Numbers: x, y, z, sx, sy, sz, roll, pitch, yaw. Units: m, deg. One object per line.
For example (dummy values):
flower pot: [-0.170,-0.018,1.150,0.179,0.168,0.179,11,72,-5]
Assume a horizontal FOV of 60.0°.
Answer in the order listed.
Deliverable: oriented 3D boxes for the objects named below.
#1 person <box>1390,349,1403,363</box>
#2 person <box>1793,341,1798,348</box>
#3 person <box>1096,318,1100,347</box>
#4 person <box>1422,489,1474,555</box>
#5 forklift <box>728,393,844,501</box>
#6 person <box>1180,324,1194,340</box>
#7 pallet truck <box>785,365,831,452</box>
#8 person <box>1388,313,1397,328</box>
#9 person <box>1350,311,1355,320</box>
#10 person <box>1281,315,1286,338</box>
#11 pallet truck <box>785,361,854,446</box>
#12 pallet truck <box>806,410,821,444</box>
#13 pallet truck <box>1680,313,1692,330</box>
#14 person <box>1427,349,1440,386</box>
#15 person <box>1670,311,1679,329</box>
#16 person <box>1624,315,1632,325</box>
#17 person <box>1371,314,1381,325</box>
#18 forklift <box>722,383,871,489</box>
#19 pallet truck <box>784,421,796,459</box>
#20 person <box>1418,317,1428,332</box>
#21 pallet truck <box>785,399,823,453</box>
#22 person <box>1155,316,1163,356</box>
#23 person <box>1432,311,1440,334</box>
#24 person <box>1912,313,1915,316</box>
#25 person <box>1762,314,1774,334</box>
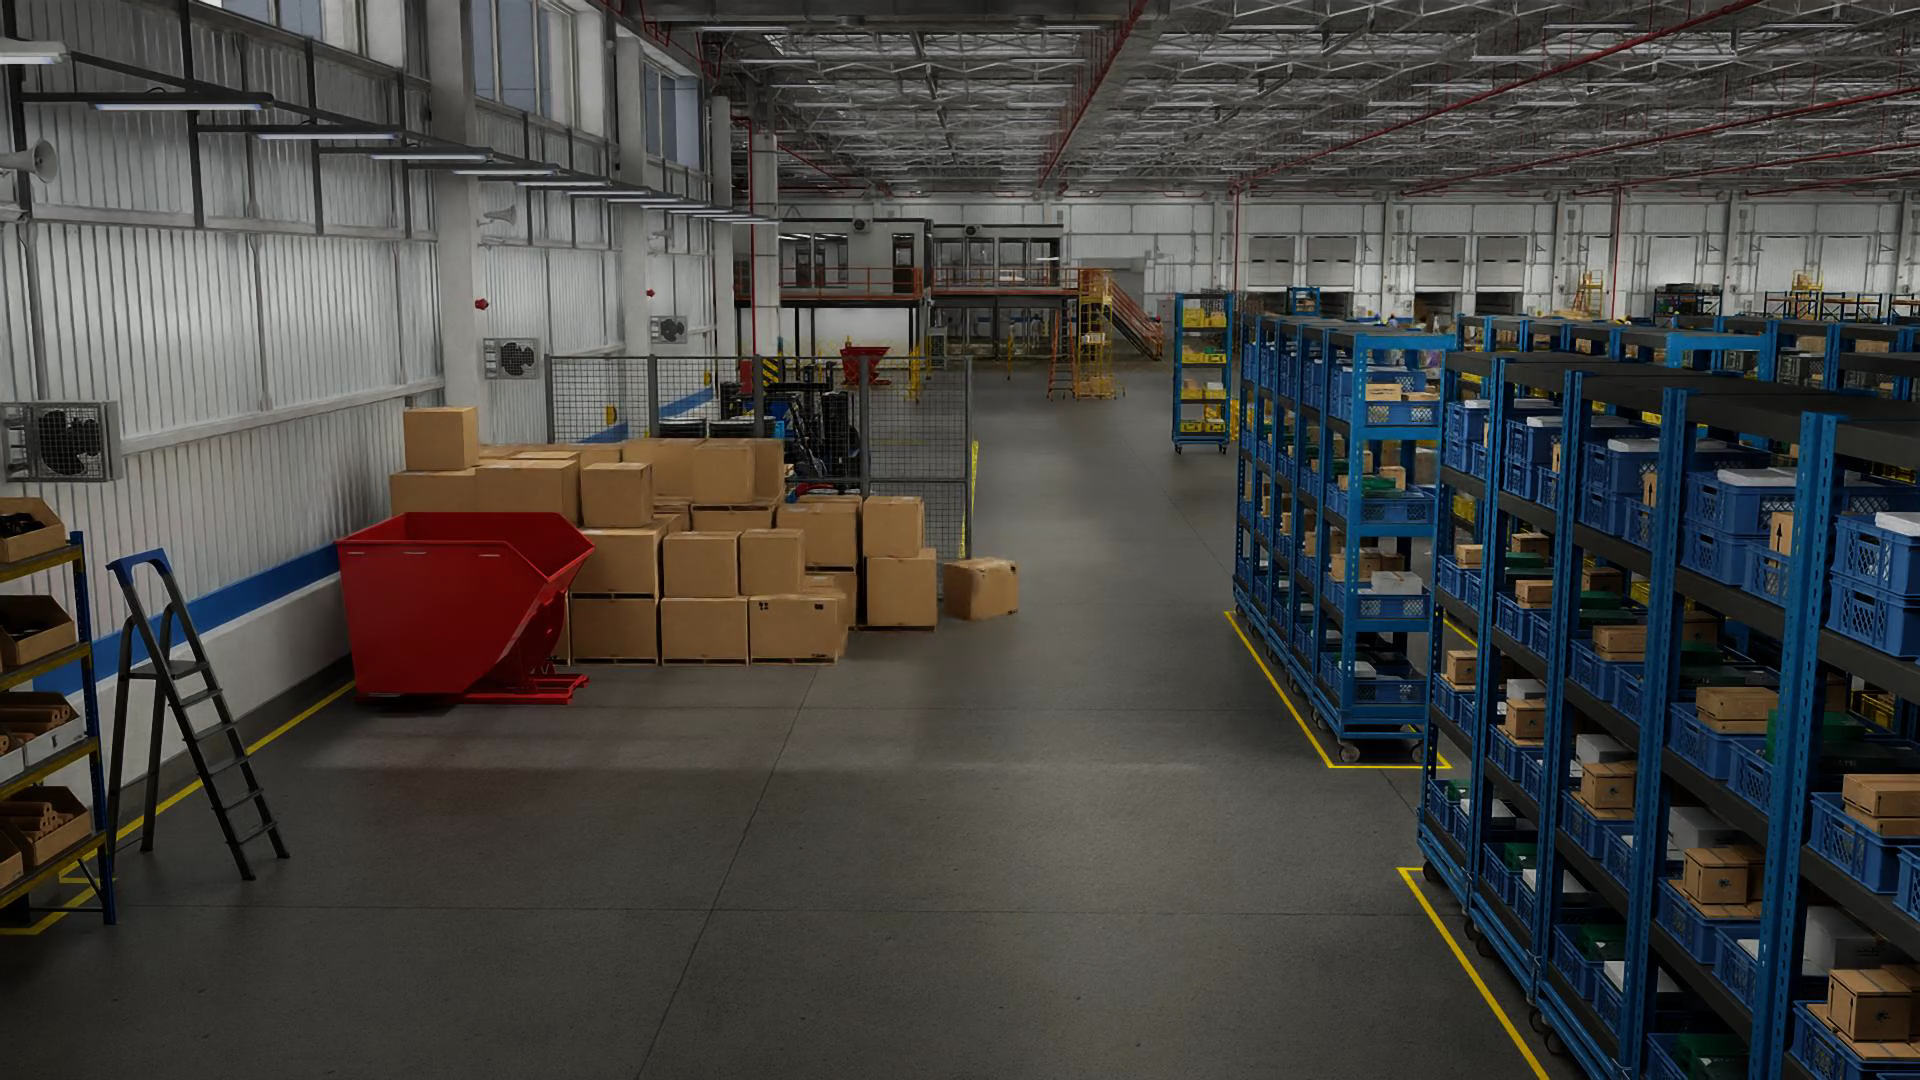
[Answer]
person: [14.659,-5.840,55.960,0.917,1.796,0.593,-3,10,-20]
person: [29.318,-6.383,58.671,1.041,2.000,0.609,-1,9,-6]
person: [7.349,-11.300,89.570,0.541,1.820,0.717,-5,10,-27]
person: [7.174,-0.619,23.928,0.874,1.729,0.536,2,10,15]
forklift: [-2.979,-1.316,26.476,2.680,1.987,1.157,0,9,1]
person: [13.306,-12.794,98.463,1.072,1.929,0.676,2,9,10]
pallet truck: [-3.774,-2.976,37.635,1.885,1.965,0.823,1,9,5]
person: [22.353,-10.817,86.248,0.557,1.920,0.551,-7,11,-35]
person: [22.039,-12.033,94.003,0.912,1.829,0.535,5,10,28]
person: [16.247,-10.343,83.526,0.871,1.857,0.580,4,10,23]
pallet truck: [-3.410,-3.193,38.978,1.885,1.965,0.823,0,9,-1]
pallet truck: [-3.559,-2.018,33.905,1.522,1.261,0.704,0,9,-1]
pallet truck: [36.315,-10.531,84.244,0.823,1.965,1.885,-6,11,-33]
person: [15.642,-5.742,54.922,0.515,1.915,0.593,8,12,41]
person: [38.518,-11.356,89.549,0.367,1.927,0.585,-7,11,-36]
person: [33.295,-10.254,82.884,0.355,1.883,0.574,-1,9,-4]
person: [21.013,-10.471,84.087,0.618,1.930,0.748,-5,11,-30]
forklift: [-2.893,-1.687,28.729,2.680,1.987,1.157,0,9,-1]
pallet truck: [-4.013,-1.793,32.705,1.601,1.201,0.680,0,9,1]
person: [22.267,-9.755,79.832,0.966,1.868,0.618,-7,11,-36]
pallet truck: [-3.814,-2.432,36.419,1.630,1.274,0.653,0,9,1]
person: [9.559,-9.830,80.113,0.377,1.932,0.548,-4,10,-21]
person: [26.903,-12.000,93.807,0.990,1.842,0.595,6,11,31]
person: [55.535,-12.428,97.006,0.879,1.643,0.540,2,9,12]
person: [38.484,-9.711,79.048,0.538,2.000,0.684,-8,12,-39]
